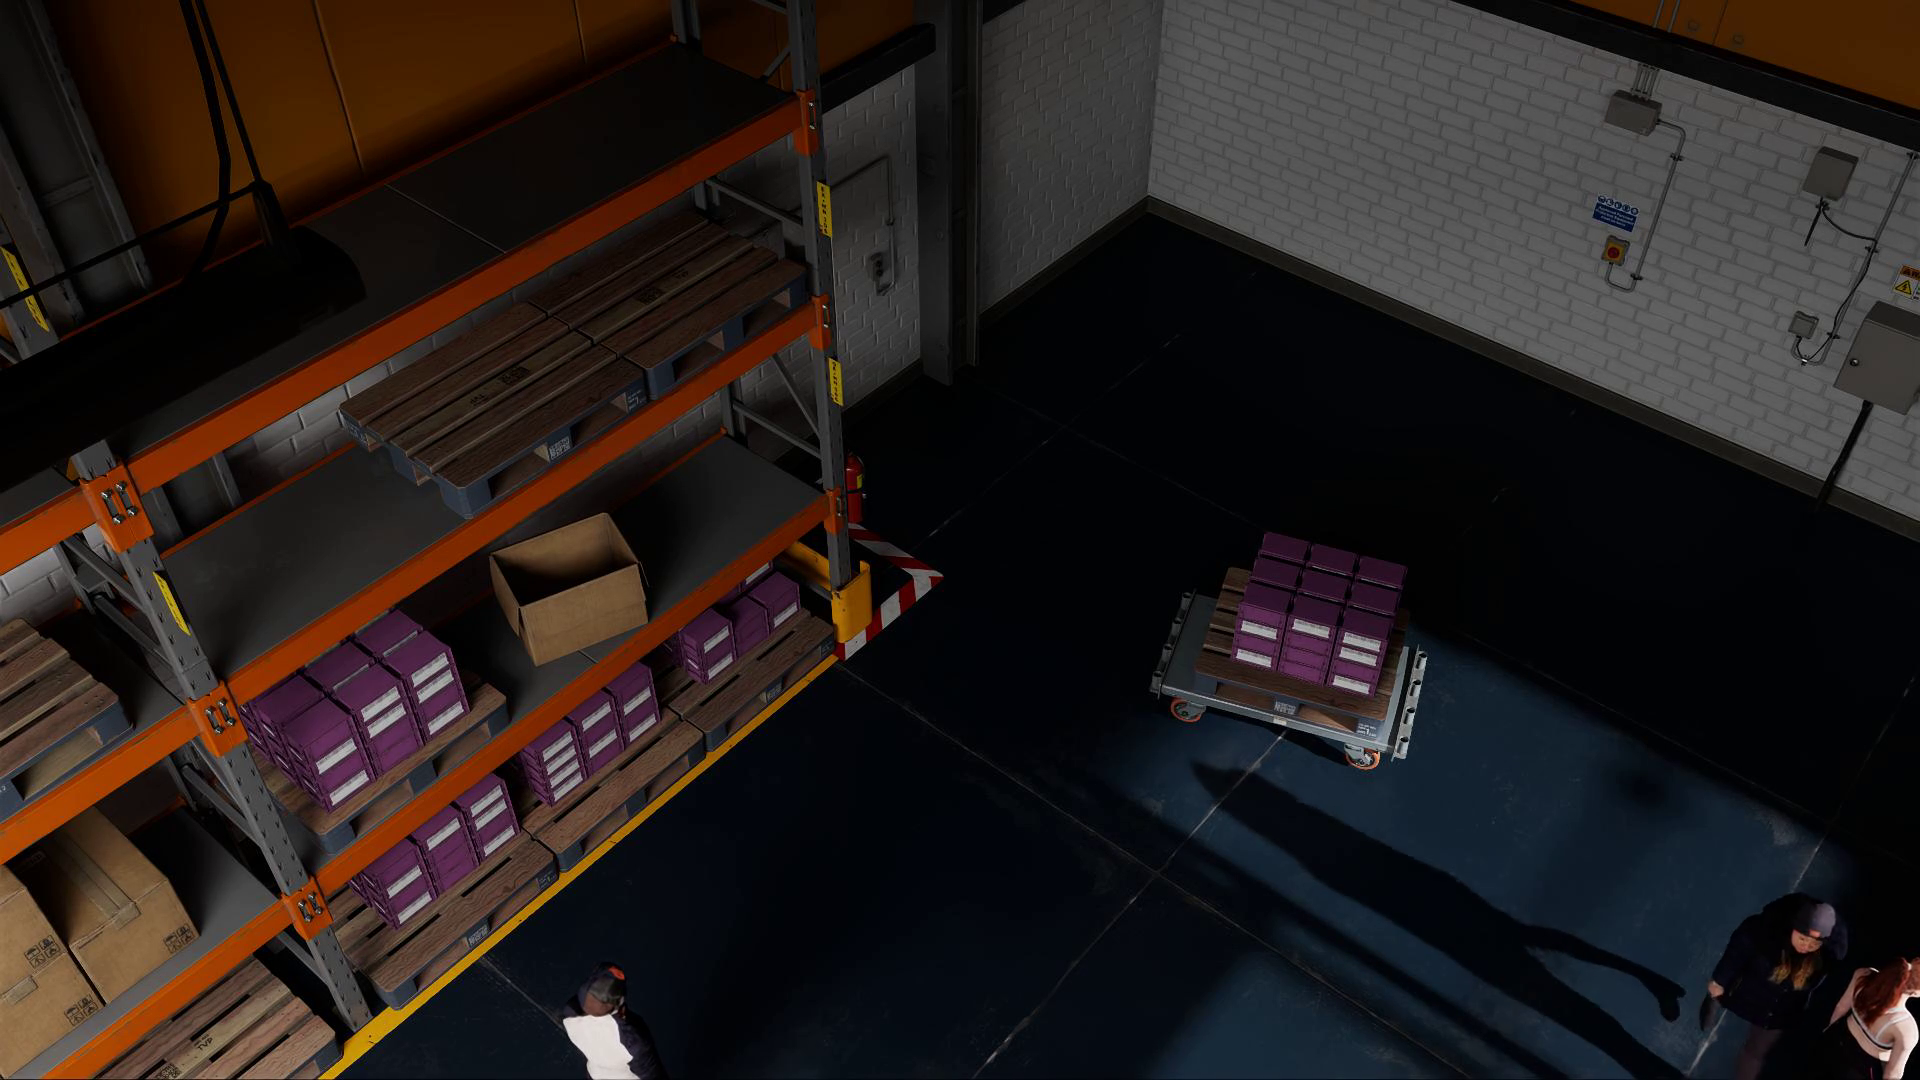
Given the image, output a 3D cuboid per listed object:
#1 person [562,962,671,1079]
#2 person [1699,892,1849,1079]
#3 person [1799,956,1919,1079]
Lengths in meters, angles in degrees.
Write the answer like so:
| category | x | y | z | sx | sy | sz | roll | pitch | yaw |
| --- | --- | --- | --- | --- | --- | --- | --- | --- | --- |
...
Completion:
| category | x | y | z | sx | sy | sz | roll | pitch | yaw |
| --- | --- | --- | --- | --- | --- | --- | --- | --- | --- |
| person | -1.610 | 2.629 | 8.059 | 0.726 | 1.892 | 0.647 | 21 | 48 | 21 |
| person | 4.174 | 2.258 | 8.656 | 0.922 | 1.607 | 1.203 | 14 | 45 | 14 |
| person | 4.393 | 2.573 | 8.227 | 0.697 | 1.742 | 0.661 | -8 | 44 | -8 |
